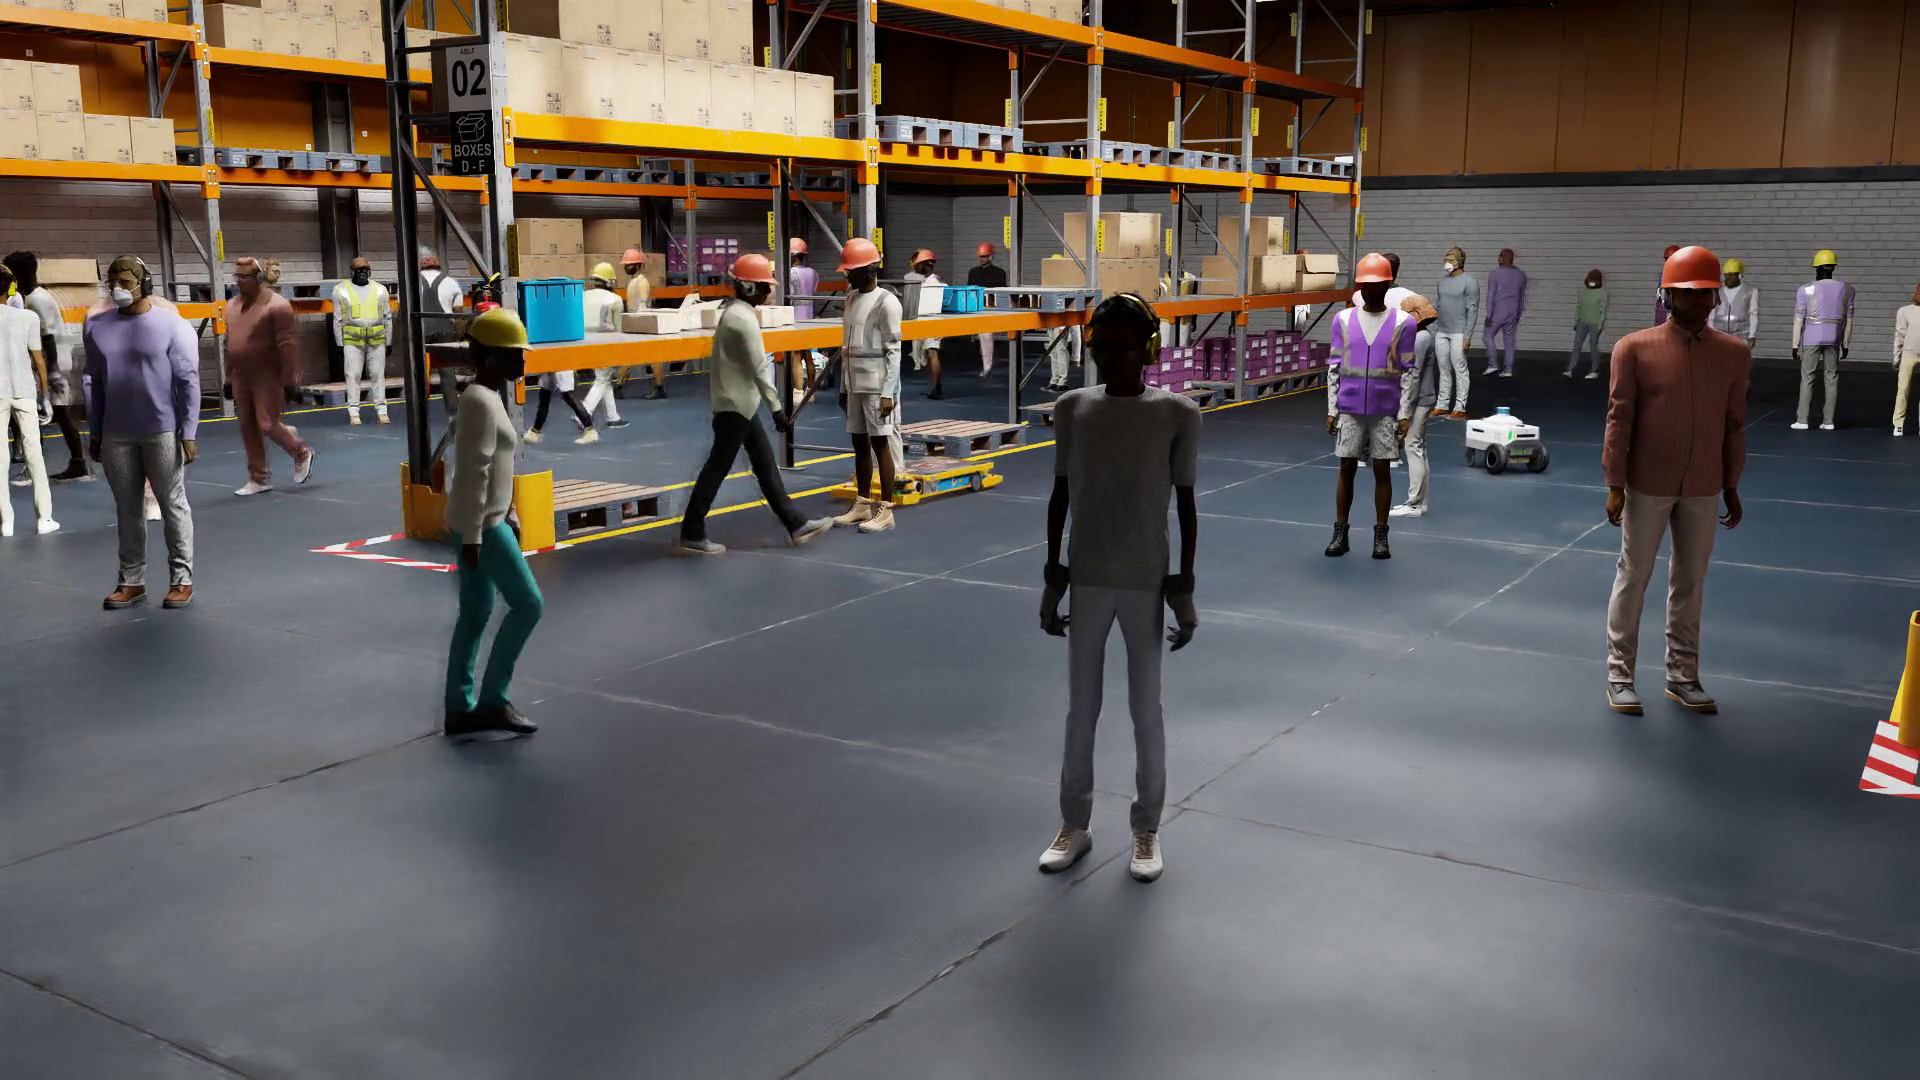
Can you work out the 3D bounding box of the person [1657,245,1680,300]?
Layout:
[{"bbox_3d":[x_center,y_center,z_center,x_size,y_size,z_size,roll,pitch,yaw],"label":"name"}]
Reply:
[{"bbox_3d":[10.747,-3.482,25.200,0.351,1.942,0.547,2,10,10],"label":"person"}]

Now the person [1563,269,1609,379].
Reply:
[{"bbox_3d":[9.087,-3.122,24.156,0.775,1.587,0.565,-8,13,-38],"label":"person"}]

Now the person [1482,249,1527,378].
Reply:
[{"bbox_3d":[8.010,-3.341,24.569,0.673,1.886,0.576,-3,11,-16],"label":"person"}]

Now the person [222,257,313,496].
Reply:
[{"bbox_3d":[-5.573,-1.308,13.293,0.652,1.891,0.551,4,11,22],"label":"person"}]

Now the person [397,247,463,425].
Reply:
[{"bbox_3d":[-5.870,-2.313,18.444,0.696,2.000,1.114,-5,11,-24],"label":"person"}]

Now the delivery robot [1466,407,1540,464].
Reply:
[{"bbox_3d":[4.766,-0.925,14.613,0.477,0.478,0.707,-3,11,-15],"label":"delivery robot"}]

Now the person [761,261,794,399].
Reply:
[{"bbox_3d":[-2.355,-2.658,21.153,0.522,1.758,0.350,-7,12,-32],"label":"person"}]

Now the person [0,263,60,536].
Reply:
[{"bbox_3d":[-6.525,-0.959,11.412,0.521,1.874,0.328,-5,11,-26],"label":"person"}]

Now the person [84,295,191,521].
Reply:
[{"bbox_3d":[-5.880,-1.063,11.958,0.671,1.883,0.427,-6,12,-28],"label":"person"}]

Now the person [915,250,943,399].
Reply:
[{"bbox_3d":[-0.363,-2.754,21.320,0.380,1.900,0.808,-1,10,-5],"label":"person"}]

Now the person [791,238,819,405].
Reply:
[{"bbox_3d":[-1.992,-2.676,20.440,0.365,2.048,0.608,6,12,31],"label":"person"}]

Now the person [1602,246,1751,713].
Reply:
[{"bbox_3d":[3.060,-0.246,7.124,0.611,1.995,0.381,-1,10,-4],"label":"person"}]

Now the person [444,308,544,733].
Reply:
[{"bbox_3d":[-1.901,-0.059,6.753,0.518,1.743,0.557,-4,11,-19],"label":"person"}]

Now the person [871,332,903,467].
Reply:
[{"bbox_3d":[-0.638,-1.166,13.225,0.312,1.634,0.516,-8,13,-39],"label":"person"}]

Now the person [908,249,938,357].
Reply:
[{"bbox_3d":[-0.626,-4.010,28.321,0.598,1.879,1.013,-6,12,-31],"label":"person"}]

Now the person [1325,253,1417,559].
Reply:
[{"bbox_3d":[2.602,-0.843,10.589,0.542,1.938,0.358,4,11,20],"label":"person"}]

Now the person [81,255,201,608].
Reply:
[{"bbox_3d":[-4.494,-0.585,9.155,0.627,1.941,0.370,0,10,0],"label":"person"}]

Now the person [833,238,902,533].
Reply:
[{"bbox_3d":[-0.661,-1.064,11.547,0.391,2.033,0.605,-8,13,-37],"label":"person"}]

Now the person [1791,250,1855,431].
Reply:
[{"bbox_3d":[9.180,-2.122,17.742,0.592,1.919,0.398,2,10,9],"label":"person"}]

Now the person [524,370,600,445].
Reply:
[{"bbox_3d":[-3.969,-1.735,16.356,0.851,1.646,0.539,-2,10,-11],"label":"person"}]

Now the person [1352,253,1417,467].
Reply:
[{"bbox_3d":[3.785,-1.598,14.877,0.594,1.907,0.412,2,11,13],"label":"person"}]

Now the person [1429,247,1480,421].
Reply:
[{"bbox_3d":[5.561,-2.318,18.762,0.372,1.939,0.630,-5,11,-26],"label":"person"}]

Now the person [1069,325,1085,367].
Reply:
[{"bbox_3d":[1.898,-3.751,26.699,0.635,1.937,0.354,-9,14,-41],"label":"person"}]

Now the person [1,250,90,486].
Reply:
[{"bbox_3d":[-7.660,-1.412,13.740,0.759,1.931,0.645,-5,11,-25],"label":"person"}]

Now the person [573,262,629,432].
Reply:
[{"bbox_3d":[-3.837,-2.035,17.605,0.602,1.798,0.875,6,12,30],"label":"person"}]

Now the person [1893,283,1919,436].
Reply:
[{"bbox_3d":[9.881,-1.865,17.123,0.493,1.625,0.281,5,11,25],"label":"person"}]

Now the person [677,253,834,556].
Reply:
[{"bbox_3d":[-1.346,-0.858,10.675,1.069,1.926,0.605,-2,10,-13],"label":"person"}]

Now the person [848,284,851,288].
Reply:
[{"bbox_3d":[-1.389,-3.217,24.280,0.486,1.744,0.298,5,11,25],"label":"person"}]

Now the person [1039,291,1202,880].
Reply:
[{"bbox_3d":[0.503,0.154,5.282,0.521,1.861,0.327,3,11,17],"label":"person"}]

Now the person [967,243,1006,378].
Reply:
[{"bbox_3d":[0.324,-3.366,24.469,0.623,1.971,0.759,6,12,31],"label":"person"}]

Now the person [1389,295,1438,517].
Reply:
[{"bbox_3d":[3.342,-0.984,12.244,0.299,1.622,0.503,4,11,20],"label":"person"}]

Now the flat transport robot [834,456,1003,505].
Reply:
[{"bbox_3d":[-0.309,-0.489,13.245,0.652,0.197,1.431,7,12,33],"label":"flat transport robot"}]

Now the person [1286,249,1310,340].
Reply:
[{"bbox_3d":[5.338,-3.651,26.317,0.577,1.879,0.350,-9,14,-42],"label":"person"}]

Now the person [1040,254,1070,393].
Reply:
[{"bbox_3d":[1.293,-2.874,22.132,0.404,1.833,0.590,-3,11,-16],"label":"person"}]

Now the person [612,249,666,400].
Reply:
[{"bbox_3d":[-4.156,-2.699,20.988,0.932,1.893,0.563,-6,12,-31],"label":"person"}]

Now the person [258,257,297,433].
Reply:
[{"bbox_3d":[-7.245,-2.031,17.437,0.342,1.841,0.506,-8,13,-37],"label":"person"}]

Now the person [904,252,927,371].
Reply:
[{"bbox_3d":[-0.612,-3.586,26.039,0.521,1.851,0.758,0,10,0],"label":"person"}]

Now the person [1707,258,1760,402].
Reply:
[{"bbox_3d":[9.364,-2.506,20.163,0.602,1.808,0.797,8,13,36],"label":"person"}]

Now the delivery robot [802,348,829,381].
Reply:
[{"bbox_3d":[-1.974,-2.371,22.629,0.477,0.478,0.707,0,10,0],"label":"delivery robot"}]

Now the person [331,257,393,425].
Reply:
[{"bbox_3d":[-6.545,-2.176,18.278,0.623,1.836,0.429,-6,12,-29],"label":"person"}]

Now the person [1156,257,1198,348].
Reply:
[{"bbox_3d":[2.991,-3.043,23.075,0.628,1.837,0.429,0,10,0],"label":"person"}]

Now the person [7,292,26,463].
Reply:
[{"bbox_3d":[-8.737,-1.642,15.042,0.542,1.929,0.373,-3,11,-17],"label":"person"}]
